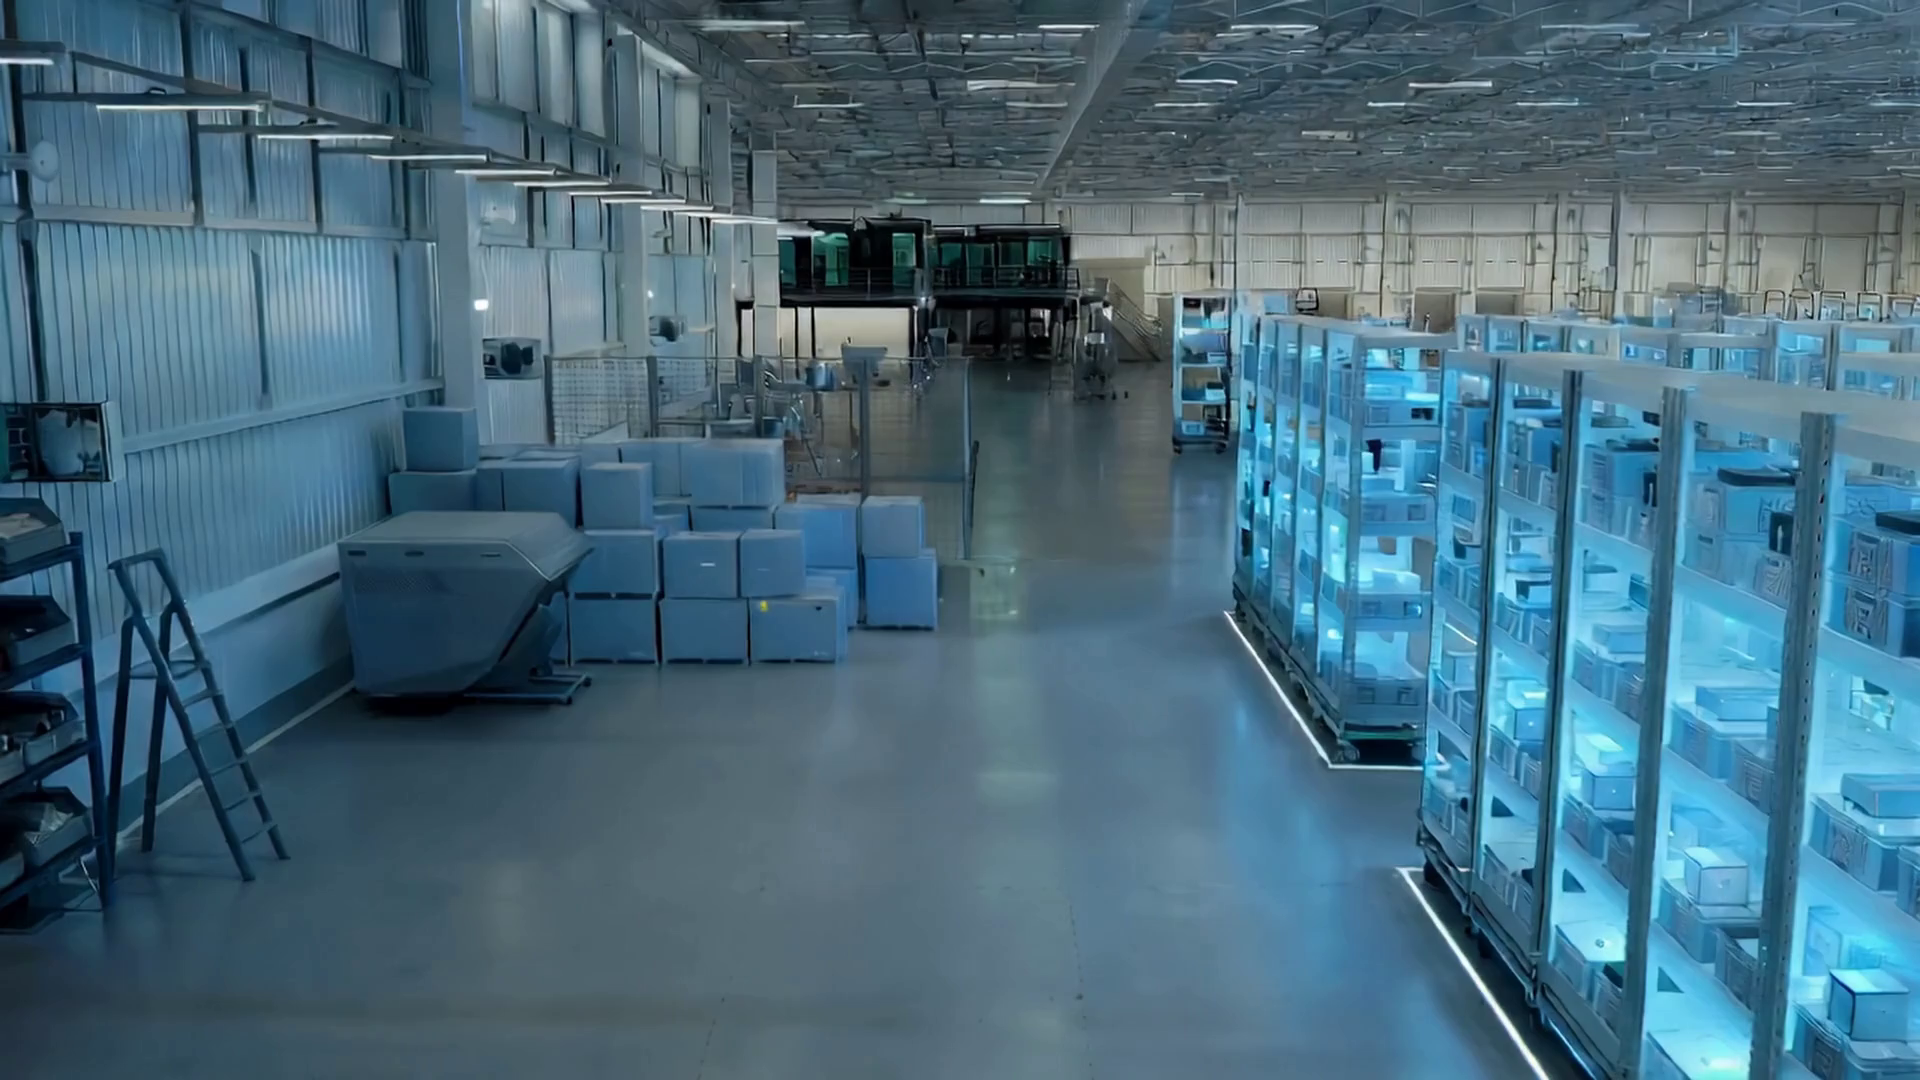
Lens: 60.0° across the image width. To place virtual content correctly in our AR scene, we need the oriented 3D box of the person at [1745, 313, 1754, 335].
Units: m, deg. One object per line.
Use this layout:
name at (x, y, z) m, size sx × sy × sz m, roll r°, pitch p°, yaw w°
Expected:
person at (41.096, -10.899, 86.745) m, size 0.645 × 1.925 × 0.614 m, roll 1°, pitch 9°, yaw 7°

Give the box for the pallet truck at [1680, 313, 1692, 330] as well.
pallet truck at (36.315, -10.531, 84.244) m, size 0.823 × 1.965 × 1.885 m, roll -6°, pitch 11°, yaw -33°

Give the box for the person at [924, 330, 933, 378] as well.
person at (-1.221, -7.154, 63.875) m, size 0.327 × 1.843 × 0.514 m, roll 3°, pitch 10°, yaw 20°

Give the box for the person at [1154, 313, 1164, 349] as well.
person at (10.393, -10.855, 86.616) m, size 0.602 × 1.872 × 0.412 m, roll -8°, pitch 12°, yaw -40°

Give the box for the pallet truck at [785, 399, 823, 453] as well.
pallet truck at (-3.814, -2.432, 36.419) m, size 1.630 × 1.274 × 0.653 m, roll 0°, pitch 9°, yaw 1°

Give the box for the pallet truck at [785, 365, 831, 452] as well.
pallet truck at (-3.774, -2.976, 37.635) m, size 1.885 × 1.965 × 0.823 m, roll 1°, pitch 9°, yaw 5°

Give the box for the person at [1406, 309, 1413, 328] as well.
person at (25.507, -12.159, 94.543) m, size 0.391 × 1.918 × 0.588 m, roll 9°, pitch 13°, yaw 43°

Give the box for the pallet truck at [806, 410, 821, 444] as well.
pallet truck at (-3.559, -2.018, 33.905) m, size 1.522 × 1.261 × 0.704 m, roll 0°, pitch 9°, yaw -1°

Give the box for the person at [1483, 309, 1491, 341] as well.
person at (30.746, -12.506, 96.906) m, size 0.429 × 1.841 × 0.634 m, roll -2°, pitch 9°, yaw -11°

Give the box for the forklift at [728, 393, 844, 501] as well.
forklift at (-2.979, -1.316, 26.476) m, size 2.680 × 1.987 × 1.157 m, roll 0°, pitch 9°, yaw 1°

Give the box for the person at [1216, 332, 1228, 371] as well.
person at (10.698, -7.814, 67.777) m, size 0.459 × 1.906 × 0.602 m, roll 4°, pitch 10°, yaw 22°

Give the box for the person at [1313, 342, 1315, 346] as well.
person at (15.603, -8.876, 74.546) m, size 1.008 × 1.830 × 0.599 m, roll -7°, pitch 12°, yaw -37°

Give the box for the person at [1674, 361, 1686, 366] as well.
person at (17.019, -3.303, 39.517) m, size 0.384 × 2.039 × 0.616 m, roll -2°, pitch 9°, yaw -9°

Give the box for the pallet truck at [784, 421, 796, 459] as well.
pallet truck at (-4.013, -1.793, 32.705) m, size 1.601 × 1.201 × 0.680 m, roll 0°, pitch 9°, yaw 1°

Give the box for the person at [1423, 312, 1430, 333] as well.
person at (25.442, -11.531, 90.944) m, size 0.940 × 1.833 × 0.535 m, roll -2°, pitch 9°, yaw -12°

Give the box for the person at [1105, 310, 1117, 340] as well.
person at (8.839, -12.658, 97.961) m, size 0.905 × 1.799 × 0.652 m, roll 1°, pitch 9°, yaw 4°

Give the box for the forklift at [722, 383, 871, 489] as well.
forklift at (-2.893, -1.687, 28.729) m, size 2.680 × 1.987 × 1.157 m, roll 0°, pitch 9°, yaw -1°

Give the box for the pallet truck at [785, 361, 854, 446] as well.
pallet truck at (-3.410, -3.193, 38.978) m, size 1.885 × 1.965 × 0.823 m, roll 0°, pitch 9°, yaw -1°
